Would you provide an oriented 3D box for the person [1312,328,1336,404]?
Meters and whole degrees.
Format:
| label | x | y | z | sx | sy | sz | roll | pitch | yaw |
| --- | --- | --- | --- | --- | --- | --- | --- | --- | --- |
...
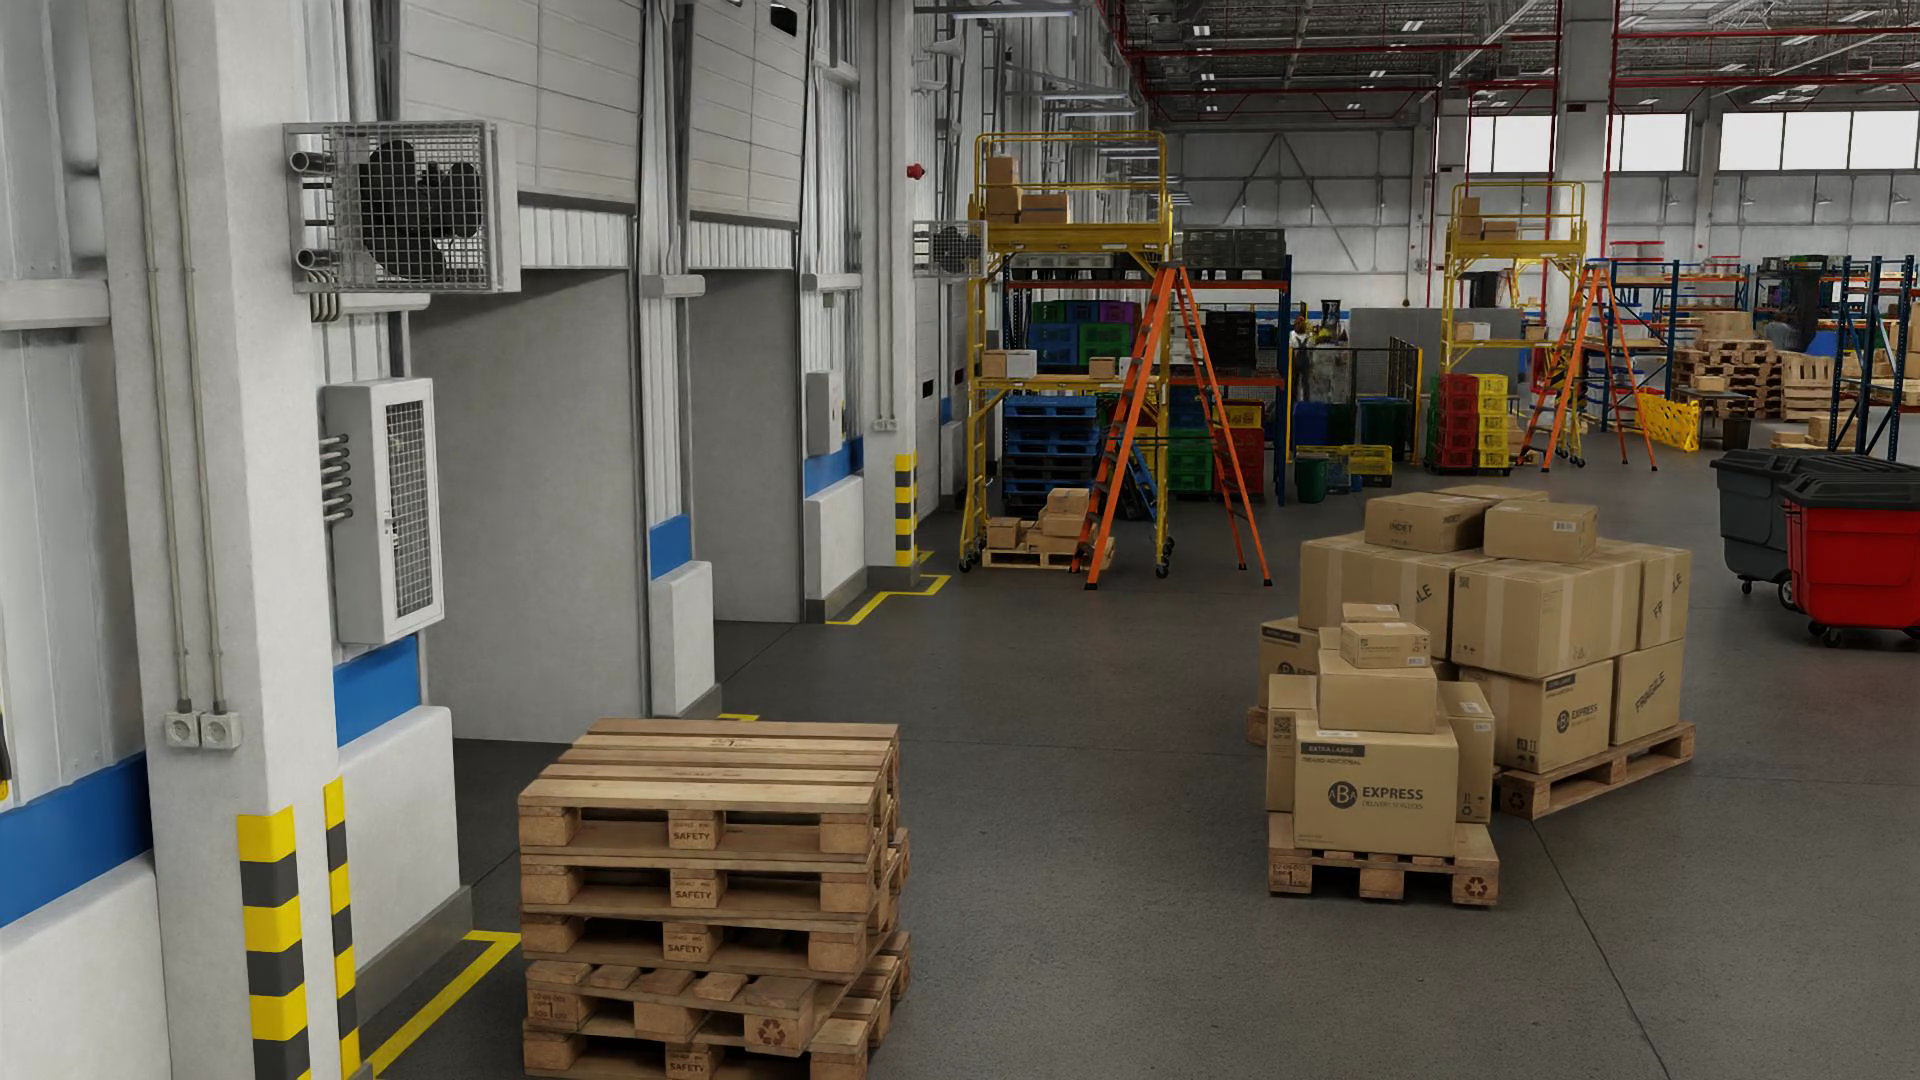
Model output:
| label | x | y | z | sx | sy | sz | roll | pitch | yaw |
| --- | --- | --- | --- | --- | --- | --- | --- | --- | --- |
| person | 7.126 | -3.278 | 32.537 | 0.499 | 1.722 | 0.614 | -1 | 9 | -6 |

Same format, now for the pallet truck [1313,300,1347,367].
| label | x | y | z | sx | sy | sz | roll | pitch | yaw |
| --- | --- | --- | --- | --- | --- | --- | --- | --- | --- |
| pallet truck | 11.159 | -6.200 | 49.718 | 0.823 | 1.965 | 1.885 | 4 | 10 | 26 |

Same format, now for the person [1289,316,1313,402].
| label | x | y | z | sx | sy | sz | roll | pitch | yaw |
| --- | --- | --- | --- | --- | --- | --- | --- | --- | --- |
| person | 7.139 | -3.769 | 35.082 | 0.580 | 1.883 | 0.352 | 2 | 10 | 14 |

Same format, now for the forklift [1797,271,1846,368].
| label | x | y | z | sx | sy | sz | roll | pitch | yaw |
| --- | --- | --- | --- | --- | --- | --- | --- | --- | --- |
| forklift | 24.435 | -6.355 | 47.962 | 1.873 | 2.768 | 1.129 | 1 | 9 | 9 |

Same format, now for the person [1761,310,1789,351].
| label | x | y | z | sx | sy | sz | roll | pitch | yaw |
| --- | --- | --- | --- | --- | --- | --- | --- | --- | --- |
| person | 19.018 | -4.409 | 38.904 | 0.647 | 1.920 | 0.450 | -1 | 9 | -5 |

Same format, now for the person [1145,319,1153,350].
| label | x | y | z | sx | sy | sz | roll | pitch | yaw |
| --- | --- | --- | --- | --- | --- | --- | --- | --- | --- |
| person | 5.328 | -5.552 | 46.939 | 0.547 | 1.590 | 0.849 | 0 | 9 | 1 |

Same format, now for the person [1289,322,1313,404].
| label | x | y | z | sx | sy | sz | roll | pitch | yaw |
| --- | --- | --- | --- | --- | --- | --- | --- | --- | --- |
| person | 6.924 | -3.511 | 33.741 | 0.523 | 1.810 | 0.940 | -1 | 9 | -5 |

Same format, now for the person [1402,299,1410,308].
| label | x | y | z | sx | sy | sz | roll | pitch | yaw |
| --- | --- | --- | --- | --- | --- | --- | --- | --- | --- |
| person | 14.312 | -6.777 | 53.460 | 0.632 | 1.939 | 0.368 | 1 | 9 | 9 |

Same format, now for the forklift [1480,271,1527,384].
| label | x | y | z | sx | sy | sz | roll | pitch | yaw |
| --- | --- | --- | --- | --- | --- | --- | --- | --- | --- |
| forklift | 13.186 | -5.328 | 41.628 | 1.873 | 2.768 | 1.129 | 1 | 9 | 9 |
